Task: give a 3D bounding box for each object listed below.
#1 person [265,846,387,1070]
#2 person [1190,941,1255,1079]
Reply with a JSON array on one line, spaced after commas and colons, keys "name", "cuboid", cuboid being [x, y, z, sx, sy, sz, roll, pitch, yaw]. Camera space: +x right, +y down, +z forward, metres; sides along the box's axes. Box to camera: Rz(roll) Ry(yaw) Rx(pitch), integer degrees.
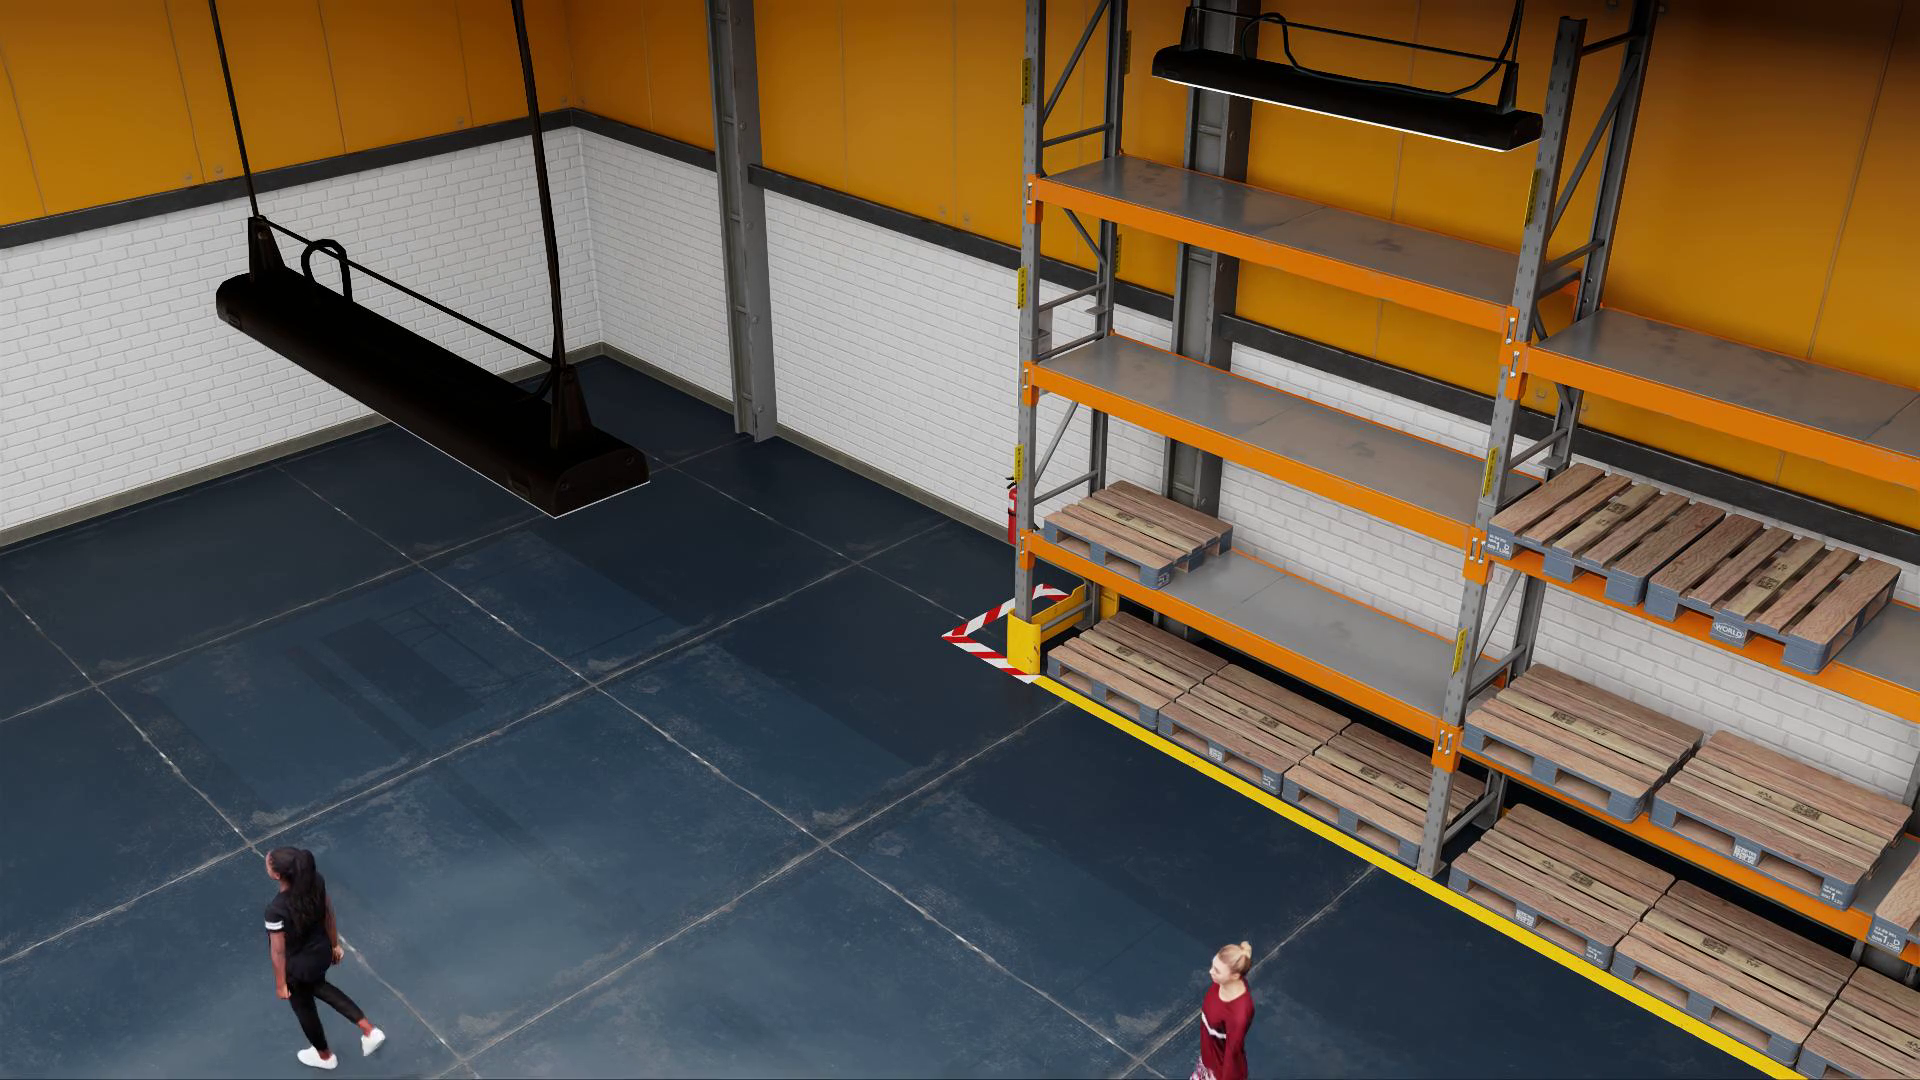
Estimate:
[{"name": "person", "cuboid": [-3.843, 2.539, 9.947, 0.963, 1.717, 0.831, 9, 30, 15]}, {"name": "person", "cuboid": [1.539, 2.915, 9.290, 0.902, 1.688, 0.852, -4, 29, -7]}]
